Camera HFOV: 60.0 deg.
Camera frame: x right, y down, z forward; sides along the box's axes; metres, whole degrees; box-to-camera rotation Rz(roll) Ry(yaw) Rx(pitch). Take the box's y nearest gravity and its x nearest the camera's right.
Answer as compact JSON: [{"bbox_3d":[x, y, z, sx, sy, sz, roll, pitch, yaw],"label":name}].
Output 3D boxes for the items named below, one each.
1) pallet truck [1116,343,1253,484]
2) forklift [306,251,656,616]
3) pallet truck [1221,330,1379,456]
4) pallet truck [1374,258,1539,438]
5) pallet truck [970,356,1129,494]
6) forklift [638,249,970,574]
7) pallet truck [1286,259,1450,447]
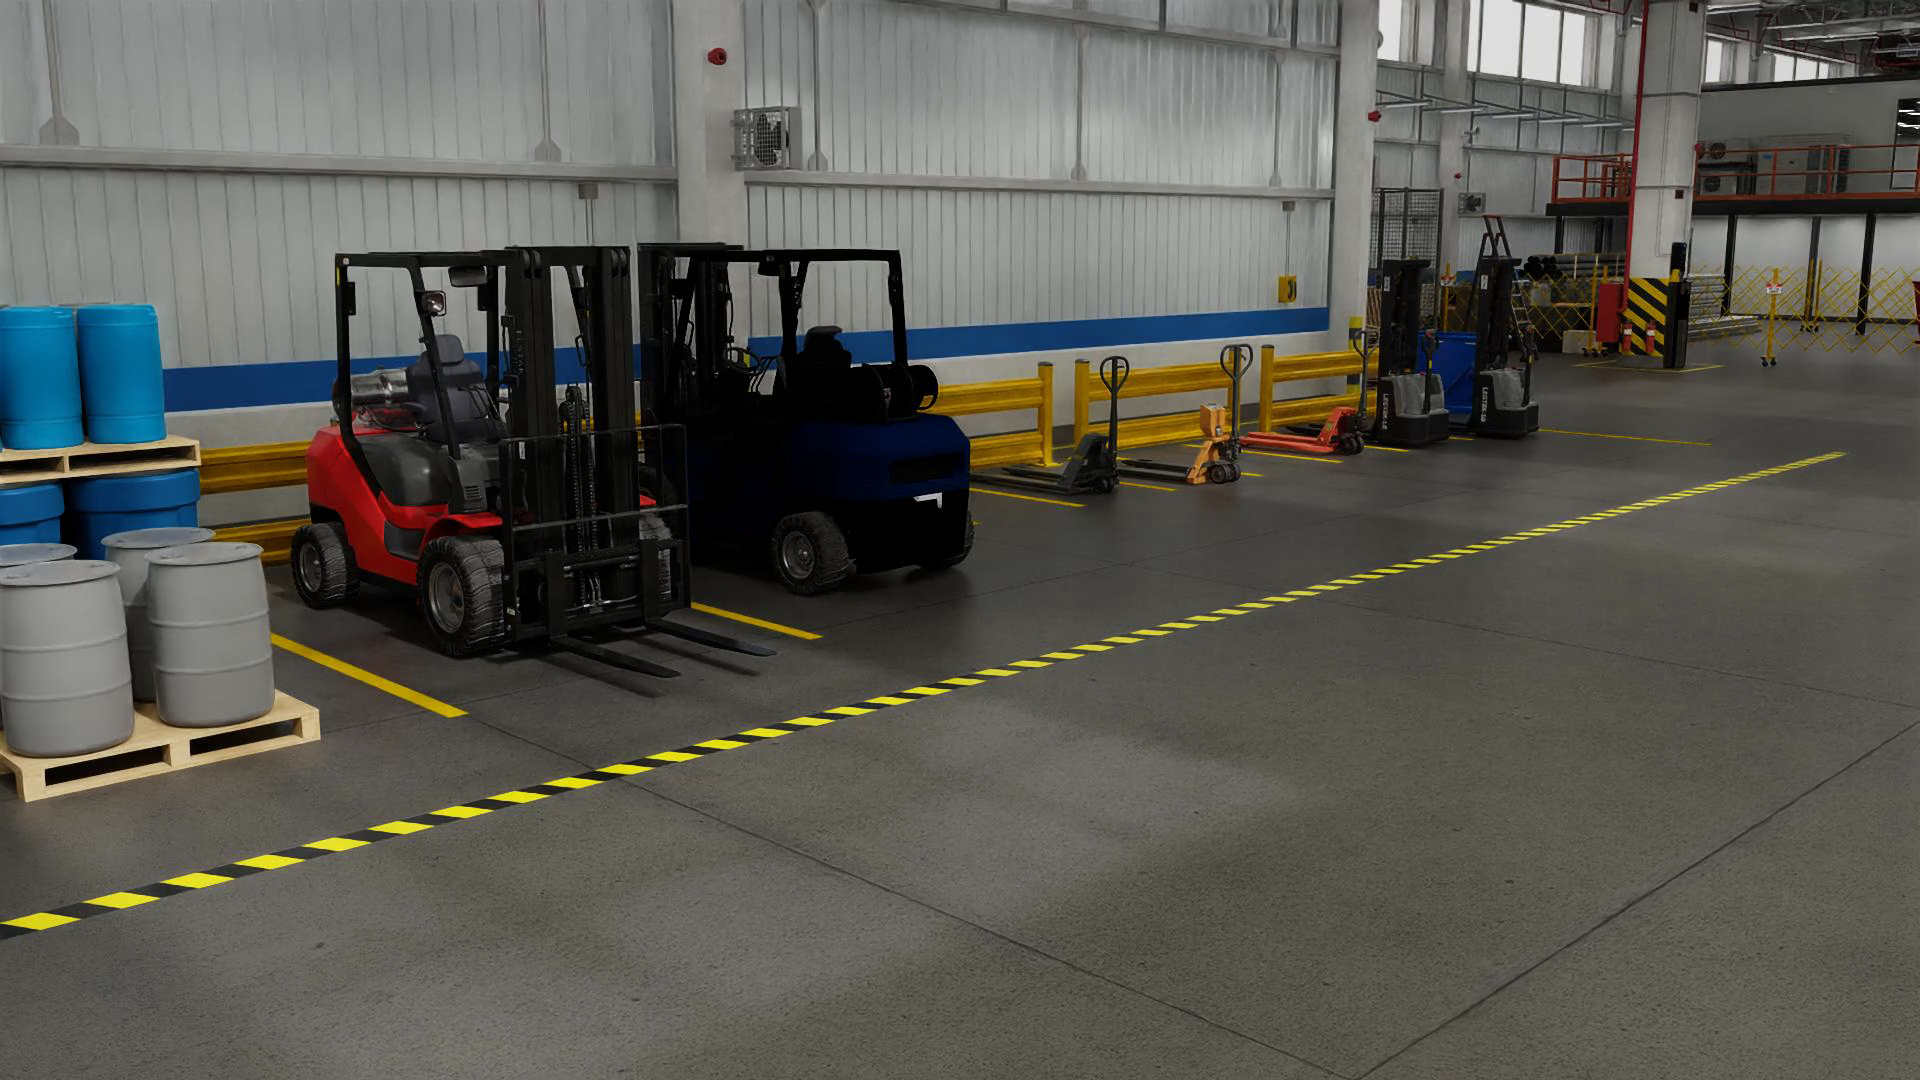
[{"bbox_3d":[1.962,-1.215,15.415,1.522,1.261,0.704,10,14,43],"label":"pallet truck"},{"bbox_3d":[-2.833,-0.669,9.694,1.157,1.987,2.680,-10,14,-44],"label":"forklift"},{"bbox_3d":[3.563,-1.581,17.381,0.653,1.274,1.630,-10,14,-44],"label":"pallet truck"},{"bbox_3d":[5.704,-2.208,18.901,1.885,1.965,0.823,10,14,43],"label":"pallet truck"},{"bbox_3d":[0.784,-1.085,14.876,0.680,1.201,1.601,-10,14,-44],"label":"pallet truck"},{"bbox_3d":[-1.173,-0.958,11.239,2.680,1.987,1.157,10,14,43],"label":"forklift"},{"bbox_3d":[4.493,-2.078,18.196,0.823,1.965,1.885,-9,14,-40],"label":"pallet truck"}]
